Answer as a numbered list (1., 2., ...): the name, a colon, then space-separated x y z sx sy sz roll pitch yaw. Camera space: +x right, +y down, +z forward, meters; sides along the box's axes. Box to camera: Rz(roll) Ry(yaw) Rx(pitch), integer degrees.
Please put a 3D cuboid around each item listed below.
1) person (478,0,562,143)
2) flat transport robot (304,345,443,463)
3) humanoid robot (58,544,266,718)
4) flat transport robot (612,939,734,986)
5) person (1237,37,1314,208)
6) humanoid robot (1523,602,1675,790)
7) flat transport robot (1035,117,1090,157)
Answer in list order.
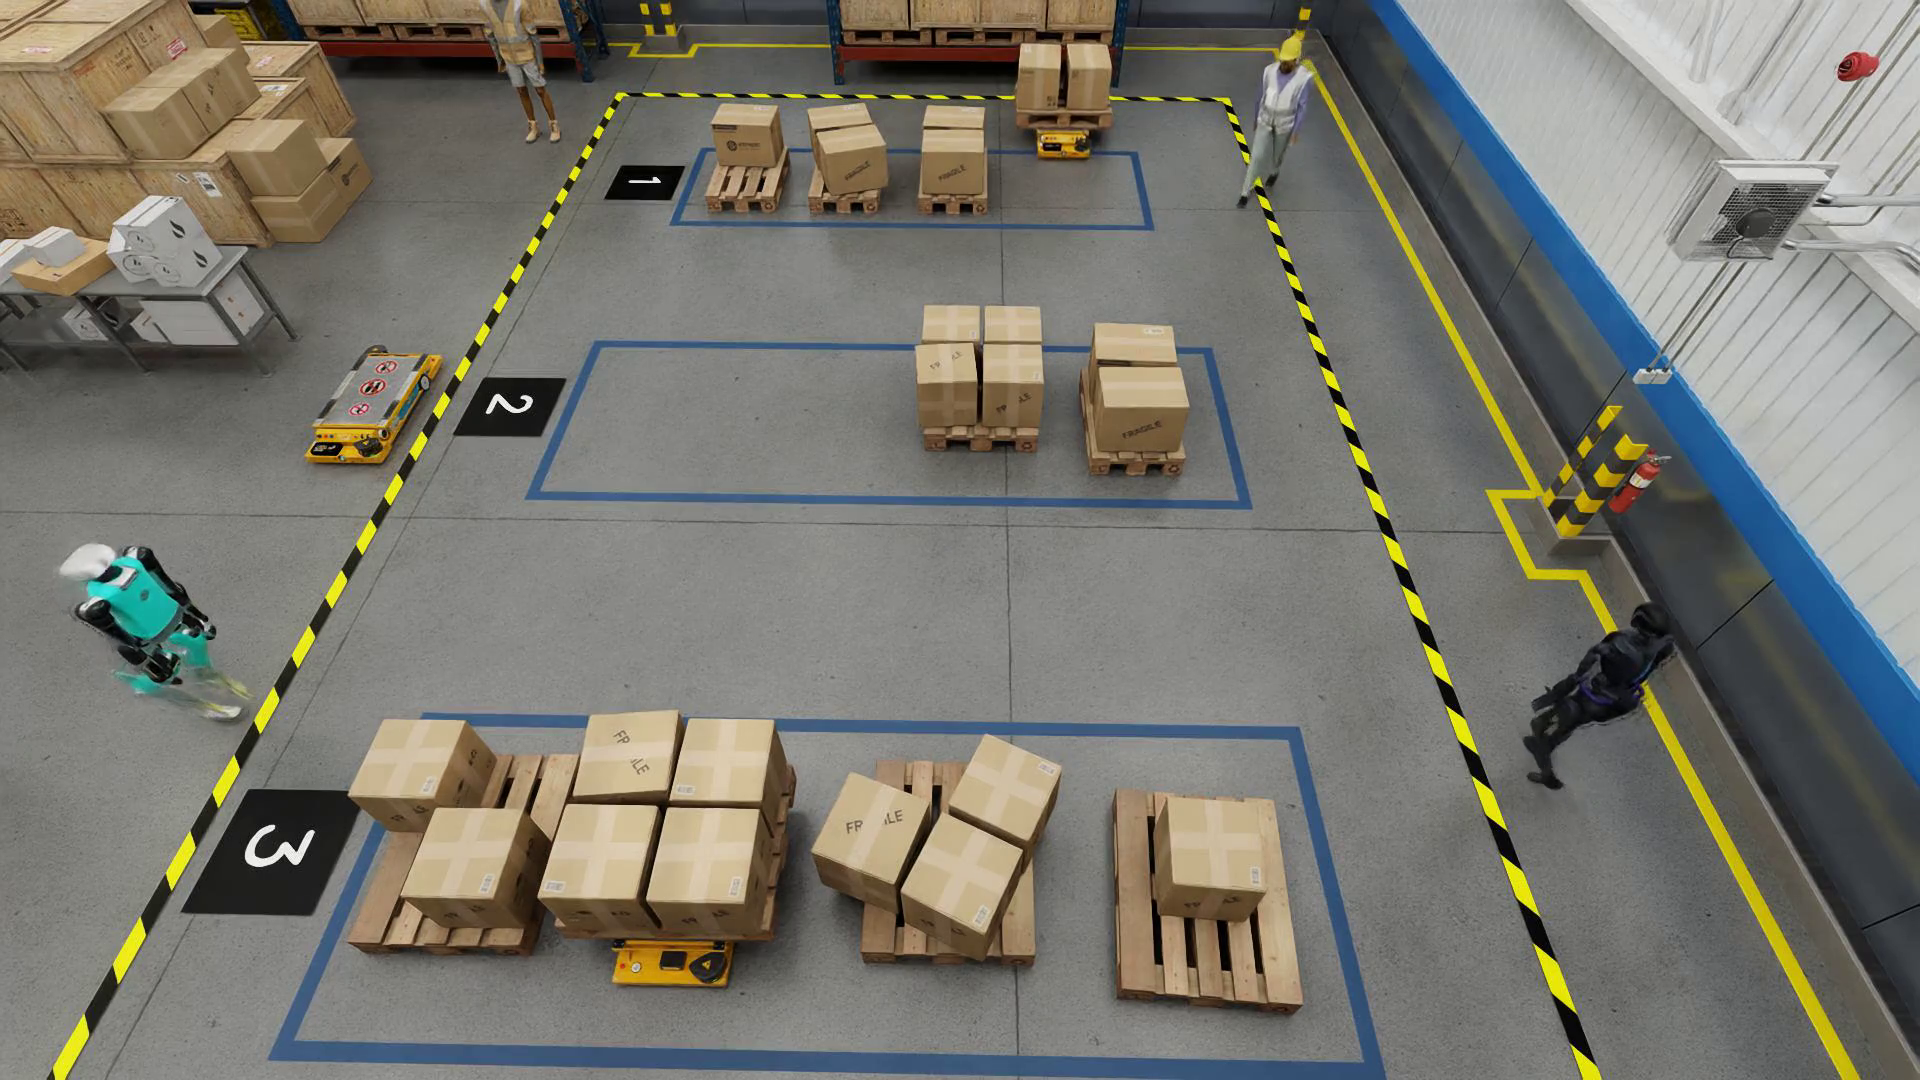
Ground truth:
1. person: -5.391 -5.899 11.198 0.607 2.044 0.367 1 50 0
2. flat transport robot: -5.383 -1.269 8.441 0.659 0.231 1.431 1 50 1
3. humanoid robot: -5.161 0.694 5.868 0.745 1.860 0.540 1 50 1
4. flat transport robot: -1.659 1.971 5.681 0.652 0.197 1.431 1 50 1
5. person: 3.610 -4.773 10.407 0.588 1.797 0.894 23 54 18
6. humanoid robot: 3.930 1.008 5.594 0.586 1.631 0.473 -7 50 -6
7. flat transport robot: 1.317 -5.426 11.940 0.652 0.197 1.431 1 50 1
